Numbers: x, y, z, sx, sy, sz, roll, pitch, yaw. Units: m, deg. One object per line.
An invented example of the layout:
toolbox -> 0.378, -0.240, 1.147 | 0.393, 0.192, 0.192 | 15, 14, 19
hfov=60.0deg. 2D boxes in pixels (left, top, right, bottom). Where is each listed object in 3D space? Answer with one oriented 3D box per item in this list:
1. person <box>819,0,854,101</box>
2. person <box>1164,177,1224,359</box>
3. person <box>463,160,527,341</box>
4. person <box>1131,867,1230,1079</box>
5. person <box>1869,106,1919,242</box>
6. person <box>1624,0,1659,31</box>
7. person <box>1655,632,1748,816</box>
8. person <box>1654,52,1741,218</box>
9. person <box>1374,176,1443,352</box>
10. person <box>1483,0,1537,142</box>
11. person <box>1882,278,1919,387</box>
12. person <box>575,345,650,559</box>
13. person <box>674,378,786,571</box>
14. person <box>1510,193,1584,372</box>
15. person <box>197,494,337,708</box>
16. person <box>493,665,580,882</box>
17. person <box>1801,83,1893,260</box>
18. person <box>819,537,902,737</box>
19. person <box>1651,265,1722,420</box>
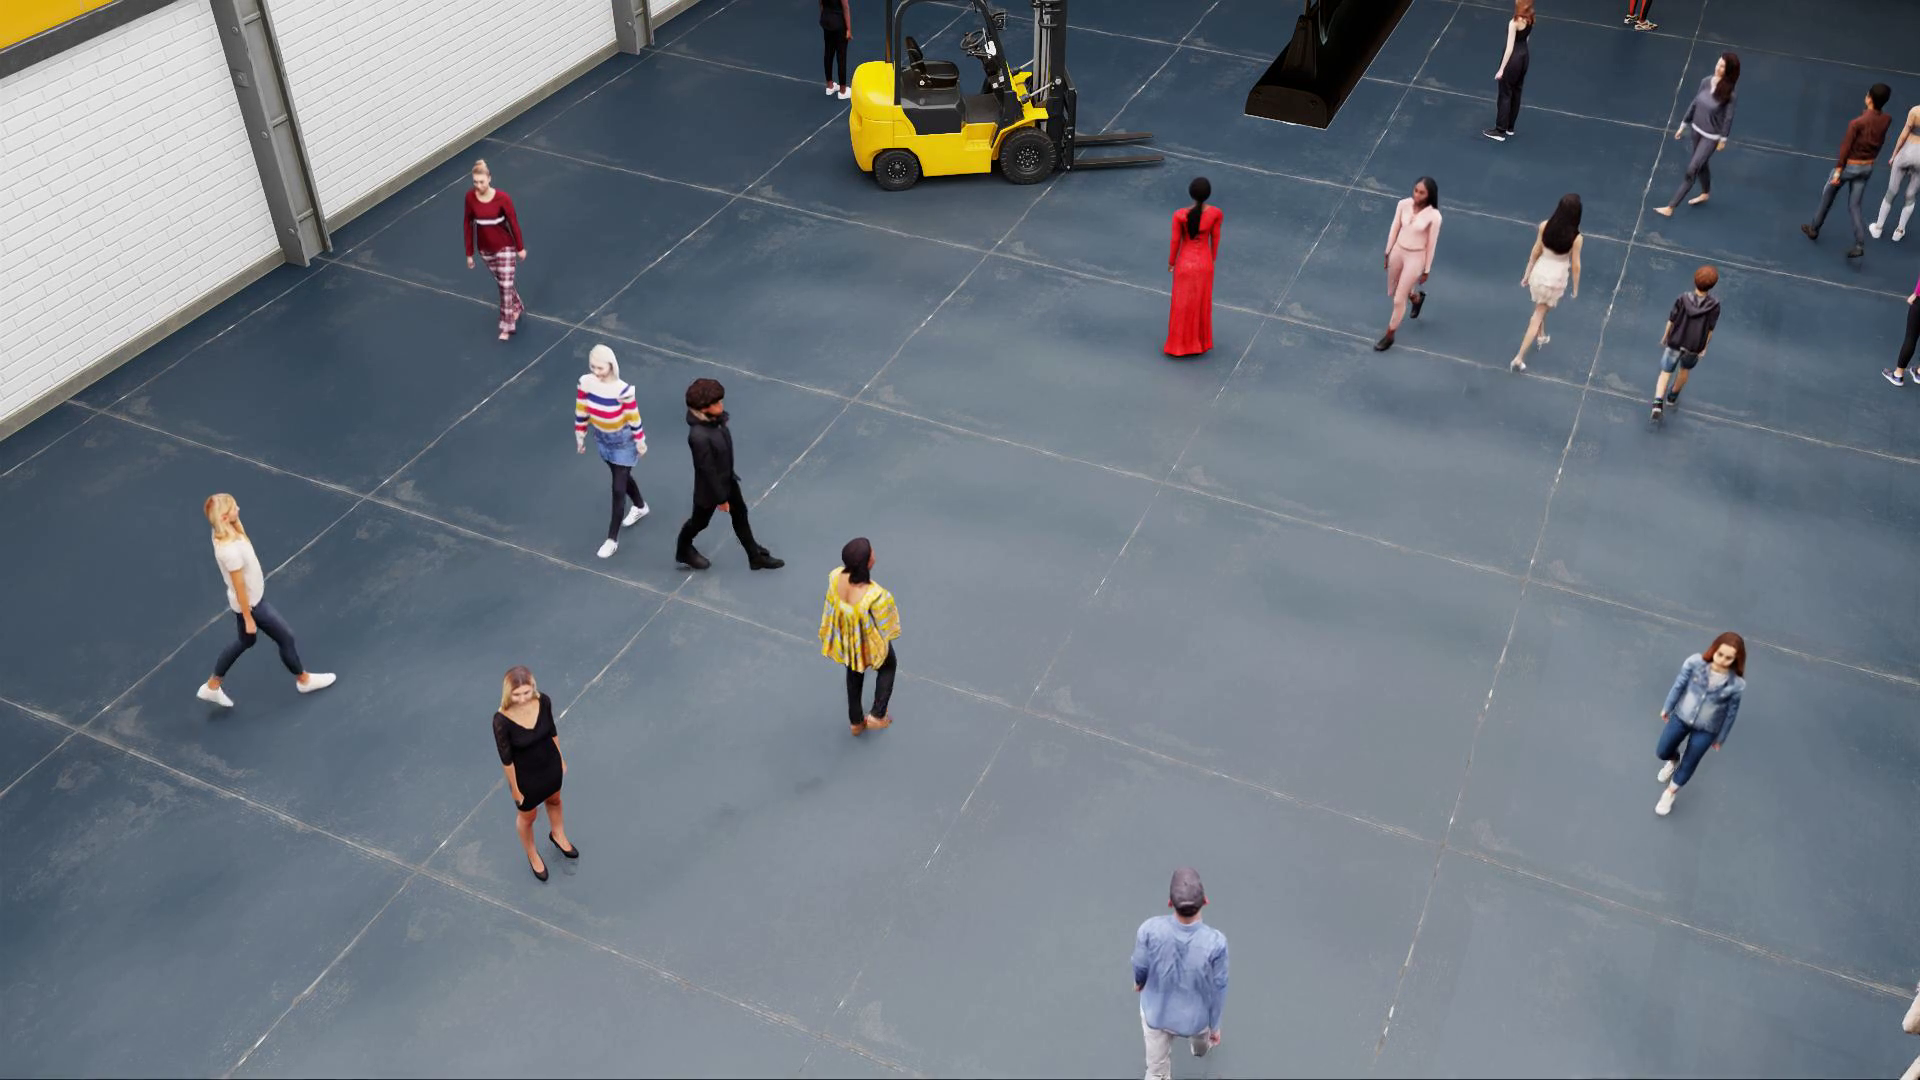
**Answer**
person -> -1.472, -6.081, 19.632 | 0.683, 1.726, 0.688 | 30, 47, 32
person -> 2.109, -2.460, 15.054 | 0.720, 1.790, 0.753 | -5, 39, -7
person -> -4.301, -2.765, 15.521 | 0.849, 1.674, 1.067 | 4, 39, 5
person -> 1.124, 2.529, 8.758 | 0.783, 1.843, 1.123 | 12, 40, 14
person -> 9.668, -3.853, 16.859 | 0.554, 1.706, 0.533 | 15, 41, 18
person -> 8.914, -7.491, 21.332 | 0.756, 1.808, 0.676 | -9, 40, -12
person -> 4.805, 1.139, 10.795 | 0.666, 1.472, 0.735 | 28, 46, 30
person -> 7.828, -4.227, 17.315 | 1.148, 1.719, 1.072 | -13, 41, -16
person -> 4.159, -2.563, 15.247 | 1.084, 1.701, 0.856 | -30, 47, -32
person -> 6.257, -5.369, 18.727 | 0.596, 1.743, 0.719 | -28, 46, -30
person -> 8.651, -2.148, 14.738 | 0.672, 1.698, 0.694 | -1, 39, -1
person -> -2.635, -0.802, 12.984 | 0.677, 1.773, 0.987 | 17, 42, 20
person -> -1.939, -0.442, 12.560 | 0.894, 1.740, 1.112 | 6, 39, 7
person -> 5.193, -2.250, 14.851 | 1.010, 1.706, 0.823 | -31, 48, -33
person -> -4.974, 0.466, 11.393 | 1.198, 1.778, 1.022 | -21, 43, -24
person -> -2.632, 1.417, 10.283 | 0.660, 1.676, 0.506 | 30, 47, 32
person -> 8.960, -3.635, 16.550 | 1.048, 1.749, 1.225 | -5, 39, -6
person -> -0.712, 0.719, 11.185 | 0.738, 1.640, 0.757 | 22, 44, 25
person -> 6.257, -1.688, 14.371 | 0.554, 1.426, 0.908 | 18, 42, 21
